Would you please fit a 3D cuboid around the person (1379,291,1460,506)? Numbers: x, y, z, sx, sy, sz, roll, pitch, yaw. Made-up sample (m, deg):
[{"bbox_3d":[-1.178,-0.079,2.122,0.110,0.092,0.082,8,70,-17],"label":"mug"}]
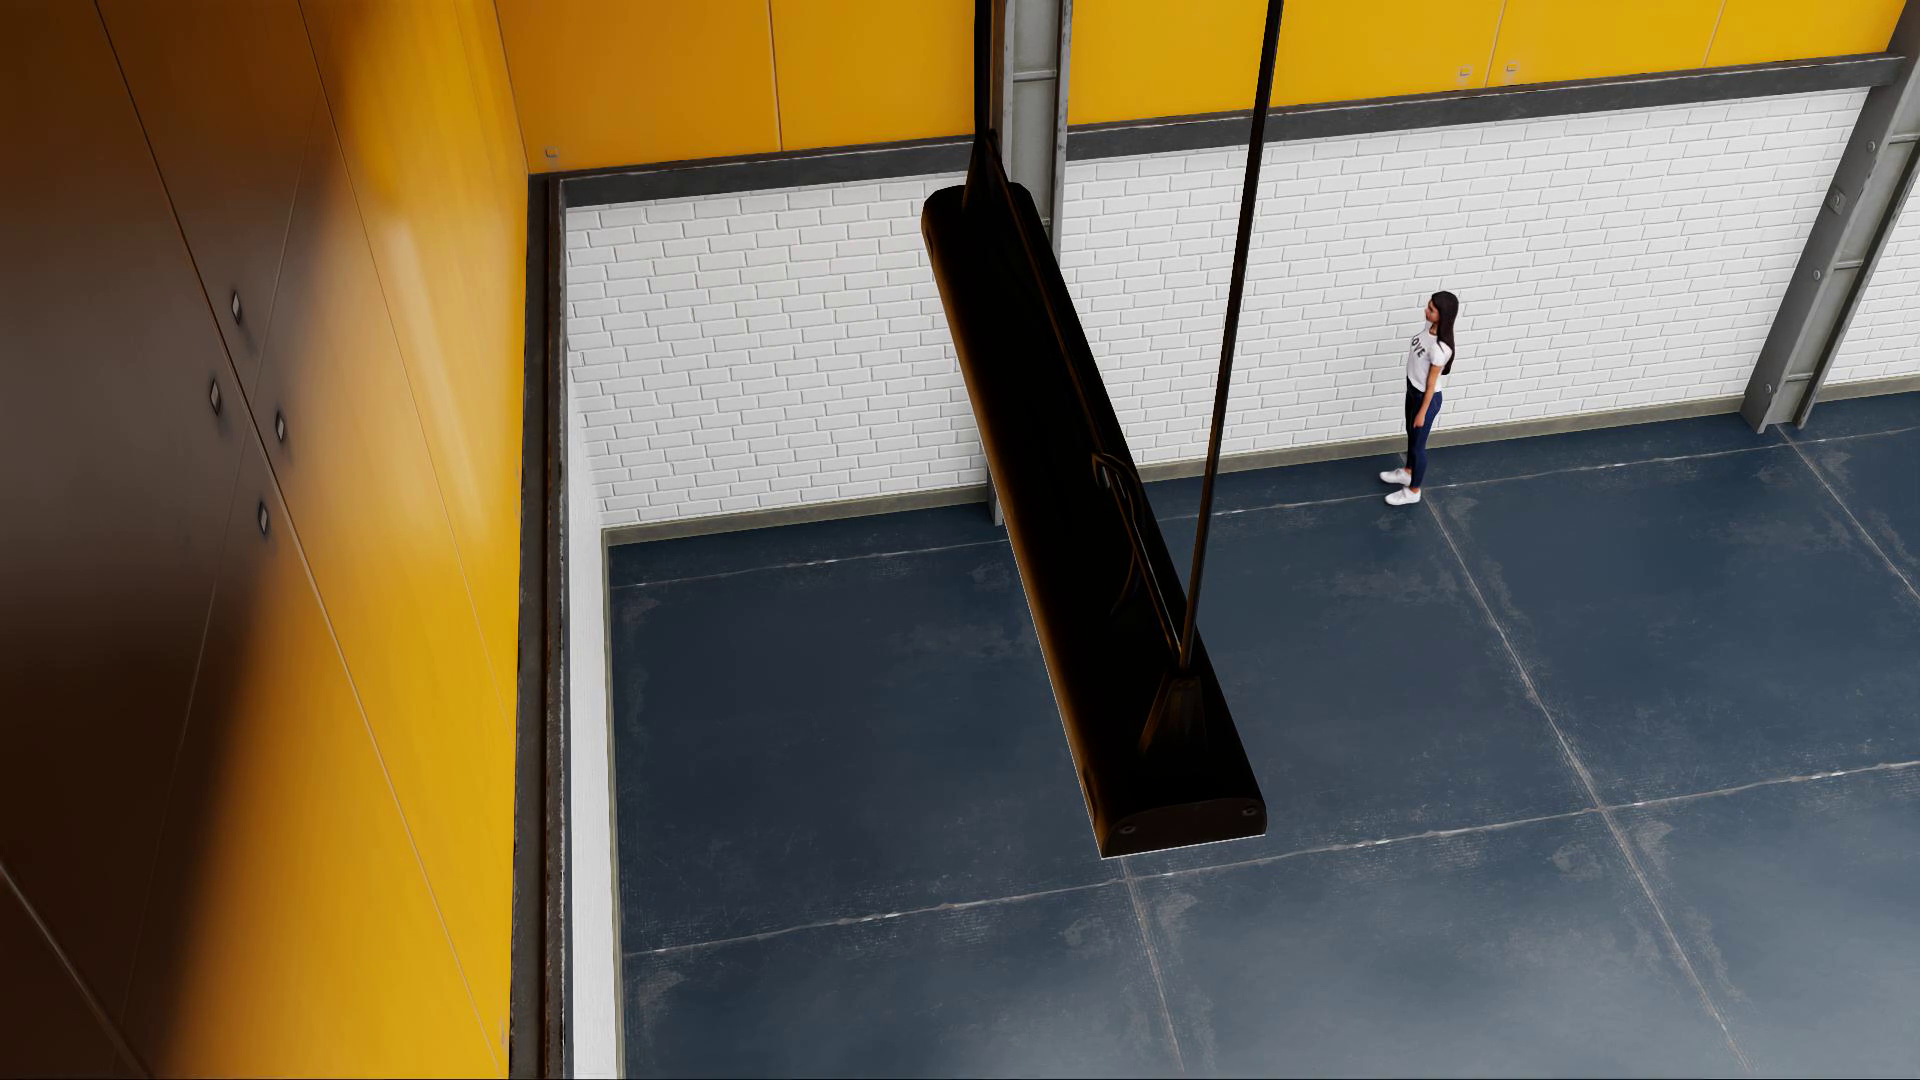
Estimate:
[{"bbox_3d":[3.283,-1.006,11.749,0.573,1.773,0.622,1,44,1],"label":"person"}]
